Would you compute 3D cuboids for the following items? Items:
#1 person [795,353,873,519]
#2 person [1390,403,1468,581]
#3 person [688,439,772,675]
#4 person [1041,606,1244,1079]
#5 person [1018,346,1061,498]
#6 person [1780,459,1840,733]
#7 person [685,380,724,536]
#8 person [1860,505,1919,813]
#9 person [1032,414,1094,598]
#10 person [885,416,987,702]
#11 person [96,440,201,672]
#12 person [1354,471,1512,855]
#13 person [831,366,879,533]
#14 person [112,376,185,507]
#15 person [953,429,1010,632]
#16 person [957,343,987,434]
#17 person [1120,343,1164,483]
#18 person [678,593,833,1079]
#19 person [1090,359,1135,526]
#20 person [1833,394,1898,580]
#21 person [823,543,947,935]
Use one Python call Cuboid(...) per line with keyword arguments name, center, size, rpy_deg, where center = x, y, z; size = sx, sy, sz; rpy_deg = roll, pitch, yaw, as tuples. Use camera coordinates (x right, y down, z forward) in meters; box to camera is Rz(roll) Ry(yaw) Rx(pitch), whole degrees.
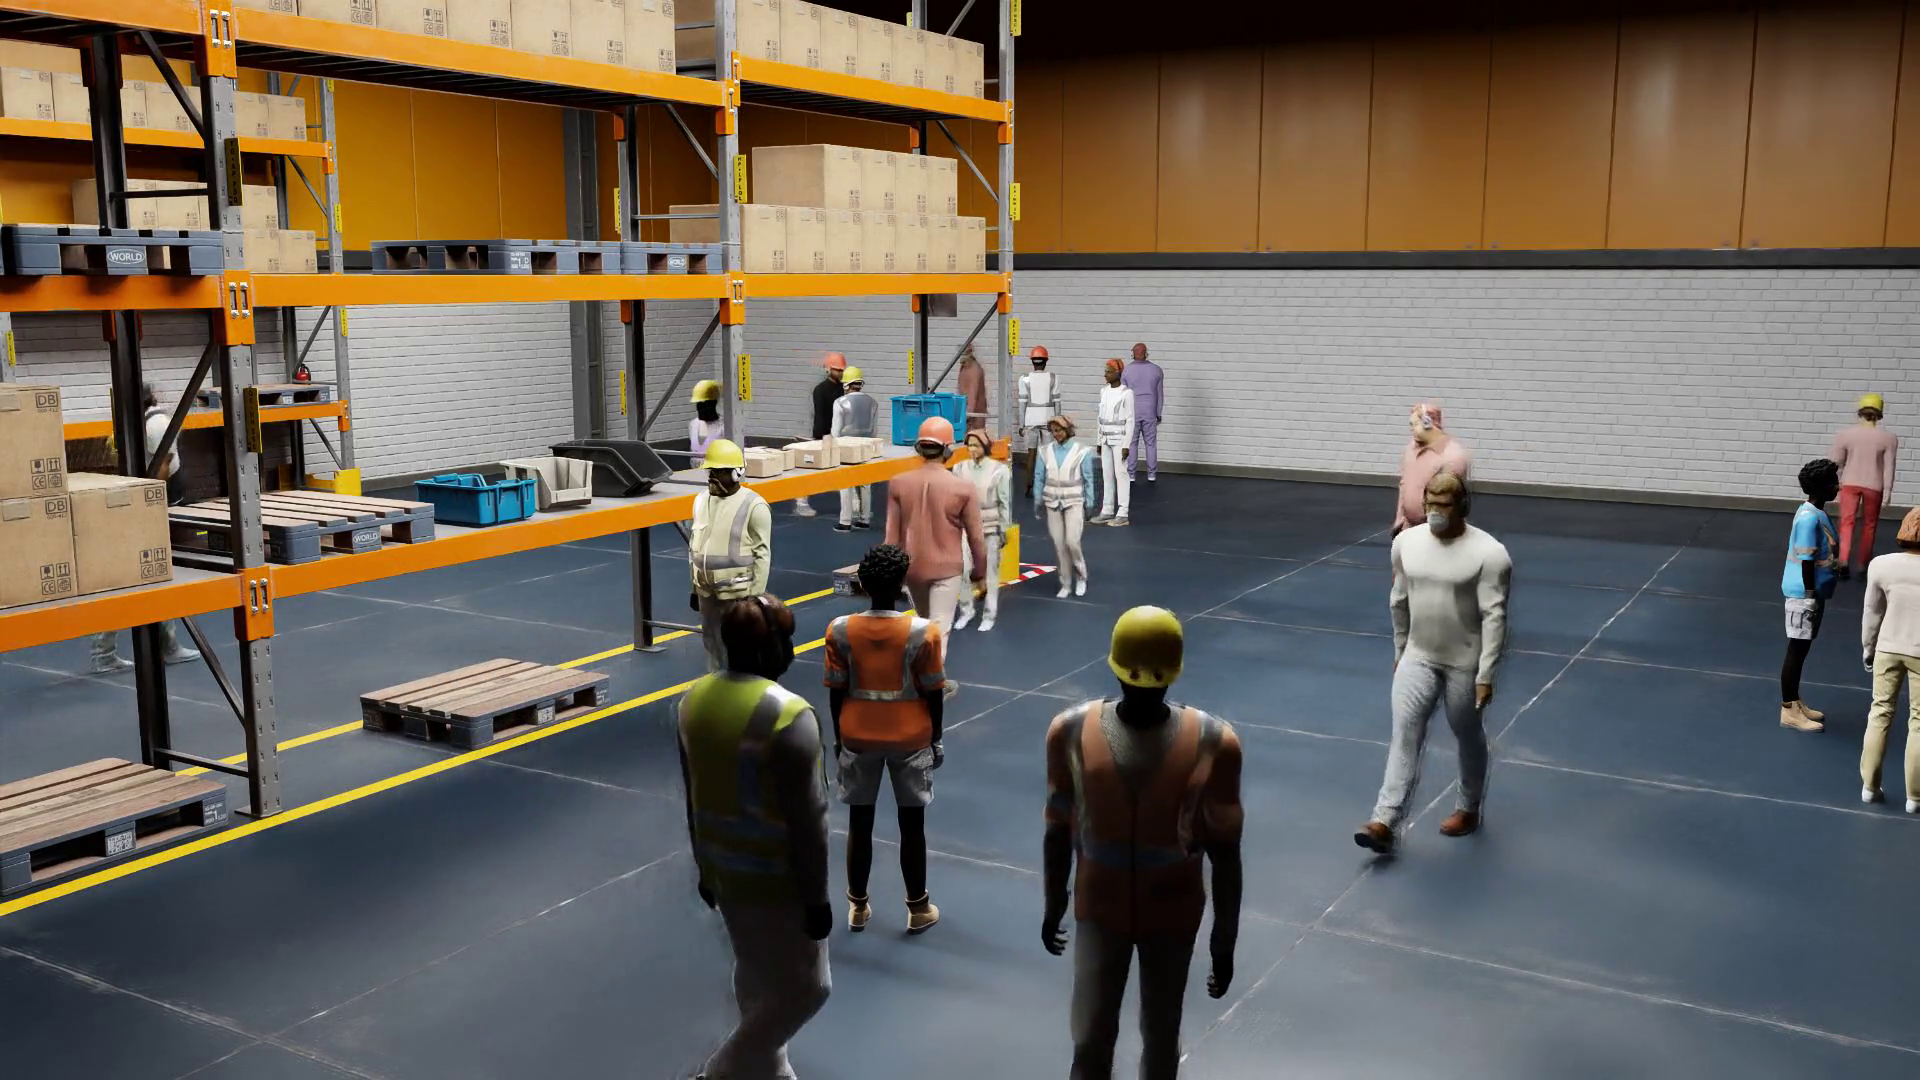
Cuboid(name="person", center=(-1.523, -1.204, 19.296), size=(1.043, 1.934, 0.652), rpy_deg=(7, 11, 37))
Cuboid(name="person", center=(3.521, -0.082, 12.425), size=(0.445, 1.883, 0.727), rpy_deg=(-3, 10, -19))
Cuboid(name="person", center=(-1.441, 0.293, 10.239), size=(0.590, 1.833, 0.404), rpy_deg=(5, 11, 31))
Cuboid(name="person", center=(0.508, 1.130, 4.845), size=(0.607, 1.881, 0.899), rpy_deg=(2, 9, 11))
Cuboid(name="person", center=(1.006, -1.489, 21.069), size=(0.543, 1.927, 0.375), rpy_deg=(0, 9, 0))
Cuboid(name="person", center=(5.311, 0.336, 10.395), size=(0.318, 1.697, 0.534), rpy_deg=(5, 10, 29))
Cuboid(name="person", center=(-2.195, -0.454, 14.648), size=(0.612, 1.910, 0.420), rpy_deg=(7, 11, 36))
Cuboid(name="person", center=(5.037, 0.624, 8.818), size=(0.277, 1.628, 0.501), rpy_deg=(-6, 11, -35))
Cuboid(name="person", center=(0.904, -0.287, 14.520), size=(0.516, 1.624, 0.380), rpy_deg=(4, 10, 24))
Cuboid(name="person", center=(-0.155, 0.186, 10.585), size=(0.651, 1.942, 1.048), rpy_deg=(3, 10, 18))
Cuboid(name="person", center=(-5.895, 0.075, 11.984), size=(0.521, 1.709, 0.805), rpy_deg=(8, 12, 41))
Cuboid(name="person", center=(2.334, 0.608, 8.126), size=(0.649, 1.877, 1.030), rpy_deg=(8, 12, 40))
Cuboid(name="person", center=(-1.172, -0.995, 18.316), size=(0.595, 1.828, 0.403), rpy_deg=(-7, 12, -39))
Cuboid(name="person", center=(-6.953, -0.471, 14.358), size=(0.700, 2.000, 0.638), rpy_deg=(7, 11, 37))
Cuboid(name="person", center=(0.158, -0.065, 13.135), size=(0.517, 1.624, 0.440), rpy_deg=(4, 10, 21))
Cuboid(name="person", center=(0.176, -1.880, 23.734), size=(0.703, 1.852, 0.667), rpy_deg=(-3, 10, -18))
Cuboid(name="person", center=(2.447, -1.725, 22.629), size=(0.637, 1.902, 0.406), rpy_deg=(-1, 9, -9))
Cuboid(name="person", center=(-0.669, 1.079, 5.345), size=(0.608, 1.830, 0.640), rpy_deg=(-8, 12, -42))
Cuboid(name="person", center=(1.734, -1.097, 18.764), size=(0.355, 1.883, 0.575), rpy_deg=(-6, 11, -33))
Cuboid(name="person", center=(8.401, -0.500, 15.494), size=(0.527, 1.729, 0.857), rpy_deg=(6, 11, 33))
Cuboid(name="person", center=(-0.315, 0.858, 7.139), size=(0.535, 1.697, 0.318), rpy_deg=(1, 9, 9))
